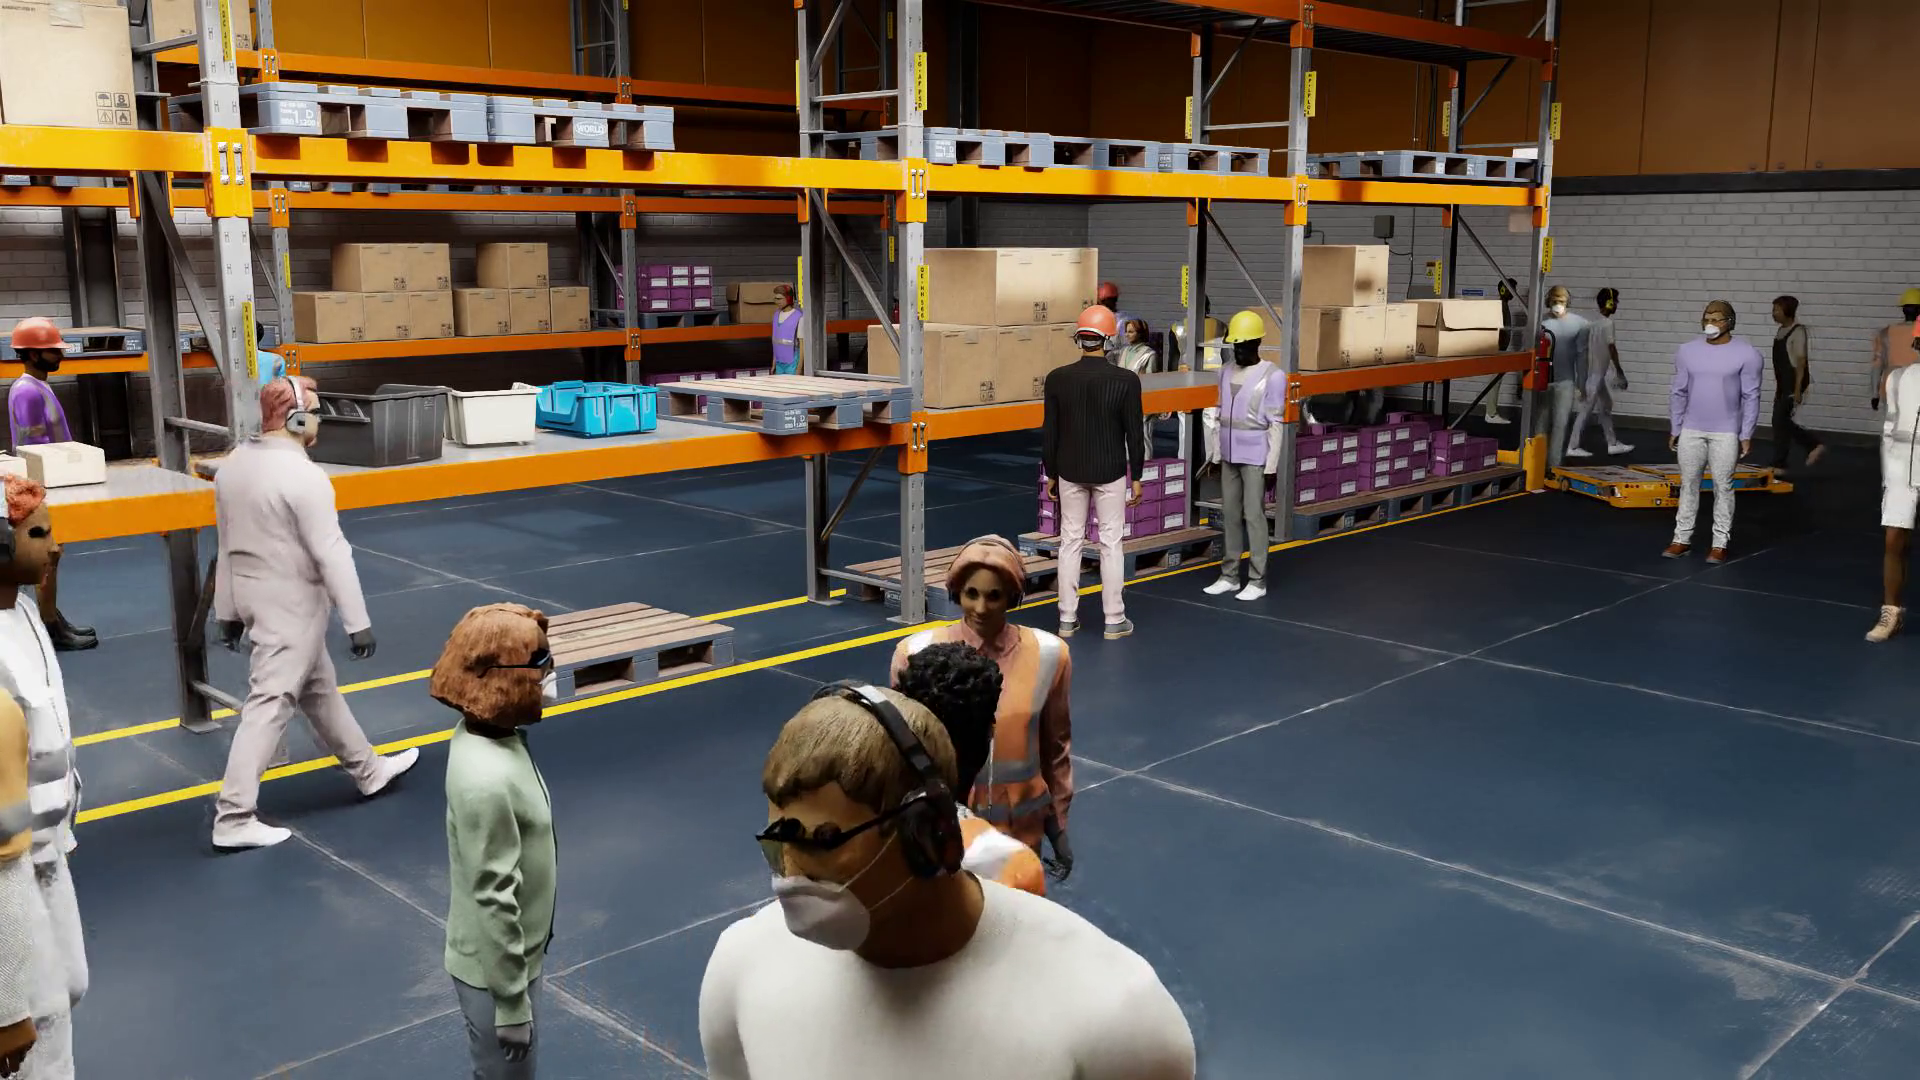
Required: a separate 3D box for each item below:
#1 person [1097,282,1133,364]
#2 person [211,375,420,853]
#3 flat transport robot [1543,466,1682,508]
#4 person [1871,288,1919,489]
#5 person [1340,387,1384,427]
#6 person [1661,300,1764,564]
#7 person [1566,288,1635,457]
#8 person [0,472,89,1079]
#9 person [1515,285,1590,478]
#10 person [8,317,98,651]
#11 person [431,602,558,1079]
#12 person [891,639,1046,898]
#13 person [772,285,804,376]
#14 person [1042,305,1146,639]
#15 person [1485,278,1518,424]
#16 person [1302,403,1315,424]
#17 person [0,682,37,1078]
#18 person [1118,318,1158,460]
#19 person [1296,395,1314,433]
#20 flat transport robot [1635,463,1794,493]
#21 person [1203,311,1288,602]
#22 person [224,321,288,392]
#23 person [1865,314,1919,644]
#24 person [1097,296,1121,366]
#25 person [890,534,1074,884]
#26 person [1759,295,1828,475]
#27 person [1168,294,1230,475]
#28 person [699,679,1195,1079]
[{"bbox_3d":[1.792,-1.948,18.675,0.587,1.896,0.916,10,14,44],"label":"person"},{"bbox_3d":[-2.619,0.272,6.678,0.663,1.849,1.024,9,14,40],"label":"person"},{"bbox_3d":[5.994,-0.502,15.212,0.652,0.197,1.431,-2,11,-9],"label":"flat transport robot"},{"bbox_3d":[8.911,-1.406,15.663,0.671,1.902,0.607,-10,14,-42],"label":"person"},{"bbox_3d":[4.381,-1.888,18.090,0.507,1.974,0.642,-3,11,-15],"label":"person"},{"bbox_3d":[5.534,-0.793,12.247,0.629,1.939,0.372,10,14,44],"label":"person"},{"bbox_3d":[7.049,-1.802,18.071,0.904,1.827,0.508,0,10,1],"label":"person"},{"bbox_3d":[-2.363,0.762,3.995,0.659,1.864,0.615,-2,11,-11],"label":"person"},{"bbox_3d":[5.757,-1.512,16.194,0.665,1.918,0.529,3,11,18],"label":"person"},{"bbox_3d":[-5.296,-0.322,9.678,0.354,1.939,0.544,-6,12,-28],"label":"person"},{"bbox_3d":[-0.990,0.936,3.651,0.264,1.632,0.508,-3,11,-15],"label":"person"},{"bbox_3d":[-0.042,1.015,3.109,0.546,1.667,0.430,10,14,44],"label":"person"},{"bbox_3d":[-1.964,-2.011,19.165,0.389,1.837,0.563,-9,14,-41],"label":"person"},{"bbox_3d":[0.800,-0.398,9.936,0.622,1.994,0.381,3,11,17],"label":"person"},{"bbox_3d":[6.953,-2.427,21.366,0.326,1.865,0.518,3,11,14],"label":"person"},{"bbox_3d":[3.818,-1.936,18.681,0.417,1.868,0.601,-4,11,-23],"label":"person"},{"bbox_3d":[-2.083,0.855,3.339,0.553,1.911,0.404,7,12,32],"label":"person"},{"bbox_3d":[1.638,-1.243,15.513,0.310,1.642,0.514,-8,13,-36],"label":"person"},{"bbox_3d":[3.353,-1.439,16.733,0.907,1.586,0.515,-5,11,-24],"label":"person"},{"bbox_3d":[6.978,-0.578,15.626,1.431,0.197,0.652,-2,11,-8],"label":"flat transport robot"},{"bbox_3d":[1.886,-0.551,11.003,0.384,1.915,0.586,-7,13,-34],"label":"person"},{"bbox_3d":[-6.048,-1.052,14.341,0.534,1.694,0.320,-7,13,-35],"label":"person"},{"bbox_3d":[5.813,-0.396,9.915,0.879,2.015,0.610,-6,12,-31],"label":"person"},{"bbox_3d":[1.294,-1.580,16.682,0.567,1.882,0.971,-3,11,-18],"label":"person"},{"bbox_3d":[0.053,0.791,4.431,0.512,1.639,0.311,-2,11,-11],"label":"person"},{"bbox_3d":[8.395,-1.544,16.673,0.632,1.820,0.565,1,10,5],"label":"person"},{"bbox_3d":[2.384,-1.558,16.687,0.624,1.844,0.429,0,10,-1],"label":"person"},{"bbox_3d":[-0.060,1.106,1.968,0.653,1.907,0.751,5,12,27],"label":"person"}]
